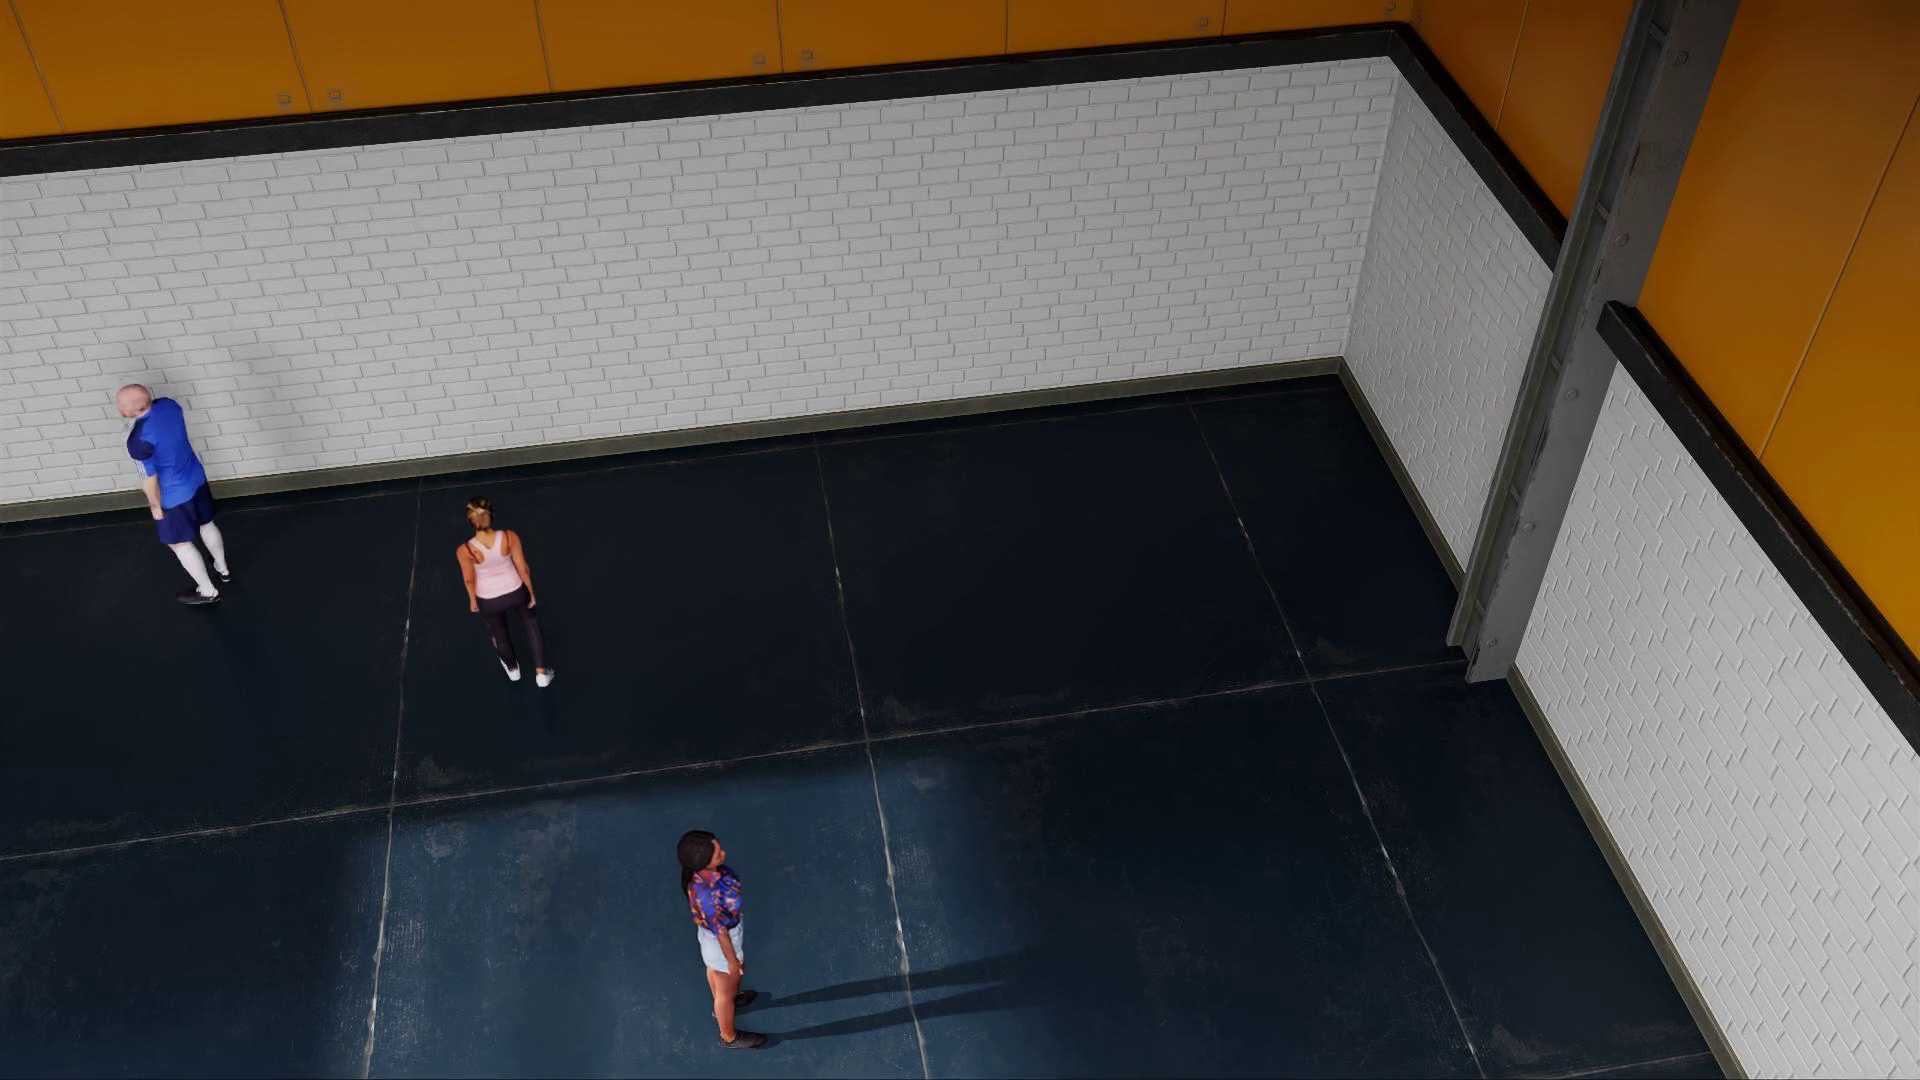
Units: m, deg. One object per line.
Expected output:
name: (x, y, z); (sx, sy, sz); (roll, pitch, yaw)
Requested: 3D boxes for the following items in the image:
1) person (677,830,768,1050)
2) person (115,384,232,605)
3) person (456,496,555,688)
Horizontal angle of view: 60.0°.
person: (-1.261, 2.075, 8.708); (0.674, 1.743, 0.487); (-12, 45, -12)
person: (-5.274, -0.363, 11.203); (0.827, 1.831, 0.663); (15, 46, 15)
person: (-2.895, 0.372, 10.567); (0.681, 1.644, 0.821); (-19, 47, -19)
